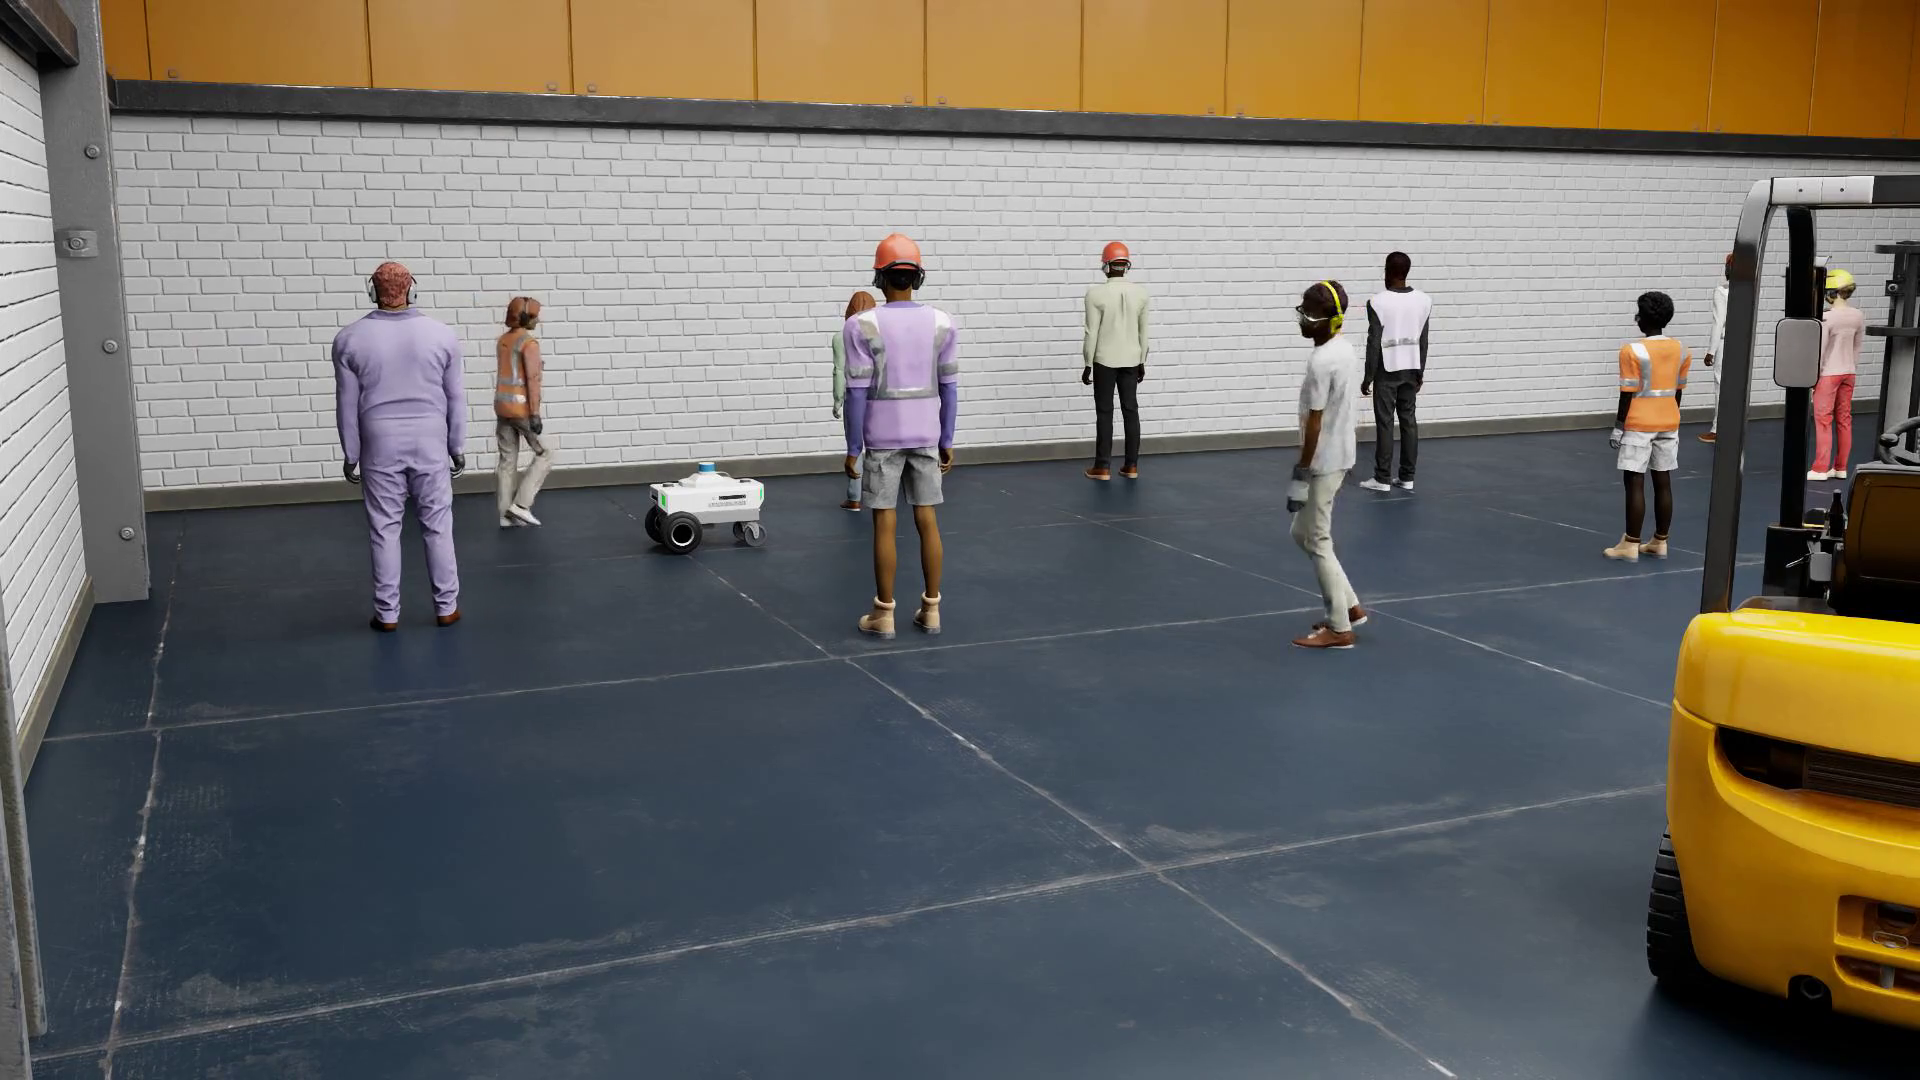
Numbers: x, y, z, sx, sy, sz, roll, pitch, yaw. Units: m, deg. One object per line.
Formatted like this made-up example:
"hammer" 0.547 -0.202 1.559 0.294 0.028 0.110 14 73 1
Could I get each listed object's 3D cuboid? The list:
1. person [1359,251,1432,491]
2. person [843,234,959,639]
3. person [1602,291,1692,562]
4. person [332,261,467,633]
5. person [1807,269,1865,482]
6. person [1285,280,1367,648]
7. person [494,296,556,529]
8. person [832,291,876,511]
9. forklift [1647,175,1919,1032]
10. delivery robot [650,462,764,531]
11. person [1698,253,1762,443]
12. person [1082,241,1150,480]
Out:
"person" 3.503 -1.353 13.389 0.593 1.922 0.387 -4 11 -23
"person" -0.310 -0.517 8.443 0.608 2.044 0.370 -4 11 -23
"person" 4.312 -0.706 10.439 0.535 1.698 0.318 -4 11 -23
"person" -2.875 -0.475 8.591 0.643 1.909 0.410 -4 11 -23
"person" 7.277 -1.366 13.882 0.525 1.770 0.306 -4 11 -23
"person" 1.787 -0.345 8.123 0.389 1.820 0.631 4 11 20
"person" -3.056 -0.870 11.544 0.393 1.619 0.603 -9 14 -42
"person" -0.716 -1.030 12.403 0.500 1.633 0.286 -4 11 -23
"forklift" 2.810 0.094 4.662 1.214 2.155 2.313 7 12 34
"delivery robot" -1.656 -0.268 10.917 0.707 0.478 0.477 -4 11 -23
"person" 7.639 -1.896 16.496 0.576 1.880 0.355 -4 11 -23
"person" 1.305 -1.502 14.006 0.612 1.995 0.376 -4 11 -23
